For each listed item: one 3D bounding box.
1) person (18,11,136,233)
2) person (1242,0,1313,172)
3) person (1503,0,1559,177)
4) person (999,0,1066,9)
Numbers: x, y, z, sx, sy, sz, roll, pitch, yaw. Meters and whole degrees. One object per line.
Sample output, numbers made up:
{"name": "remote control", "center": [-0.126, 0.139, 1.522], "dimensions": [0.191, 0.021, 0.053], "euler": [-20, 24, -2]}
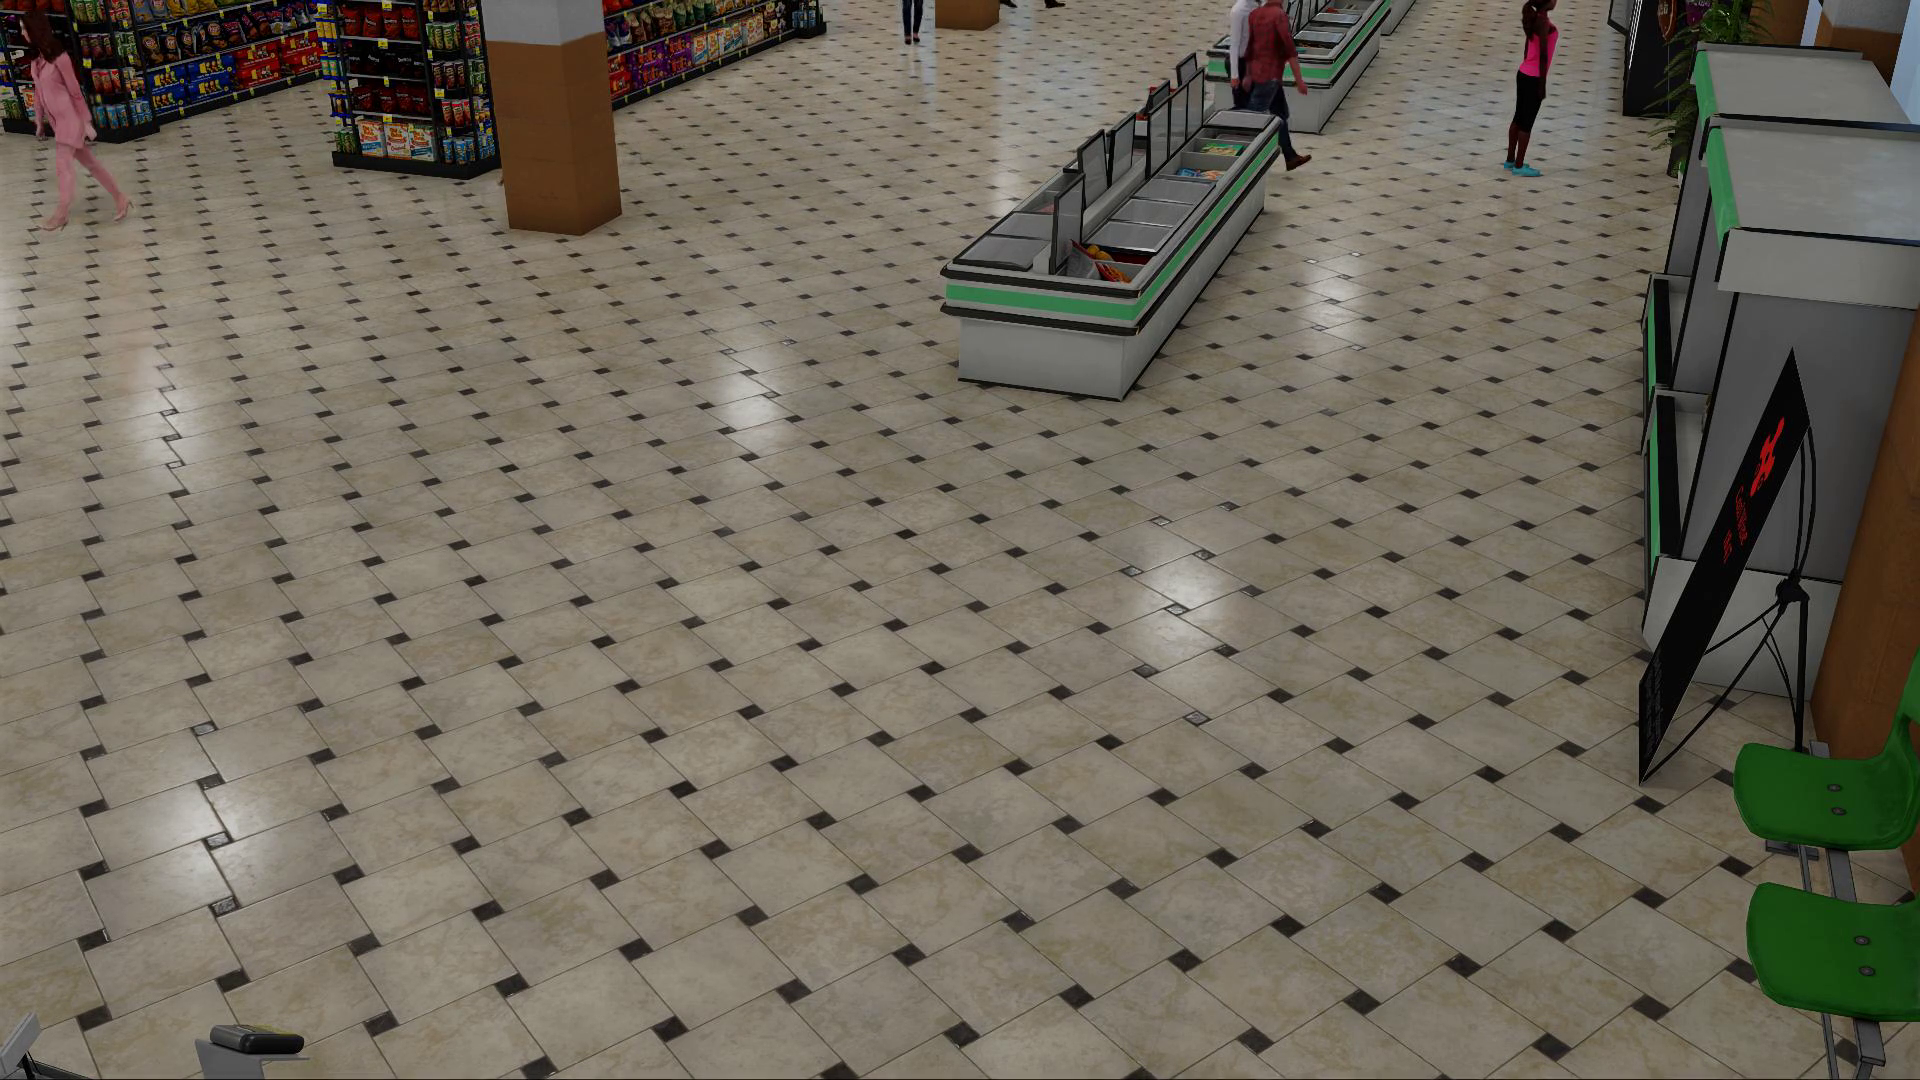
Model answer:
{"name": "person", "center": [-7.298, -3.449, 13.767], "dimensions": [0.805, 1.755, 1.173], "euler": [15, 30, 26]}
{"name": "person", "center": [2.727, -4.192, 15.211], "dimensions": [1.253, 1.773, 1.298], "euler": [-5, 27, -10]}
{"name": "person", "center": [5.291, -4.264, 15.409], "dimensions": [0.694, 1.723, 0.601], "euler": [-1, 27, -2]}
{"name": "person", "center": [0.931, -8.393, 23.503], "dimensions": [0.762, 1.766, 1.122], "euler": [8, 28, 15]}
